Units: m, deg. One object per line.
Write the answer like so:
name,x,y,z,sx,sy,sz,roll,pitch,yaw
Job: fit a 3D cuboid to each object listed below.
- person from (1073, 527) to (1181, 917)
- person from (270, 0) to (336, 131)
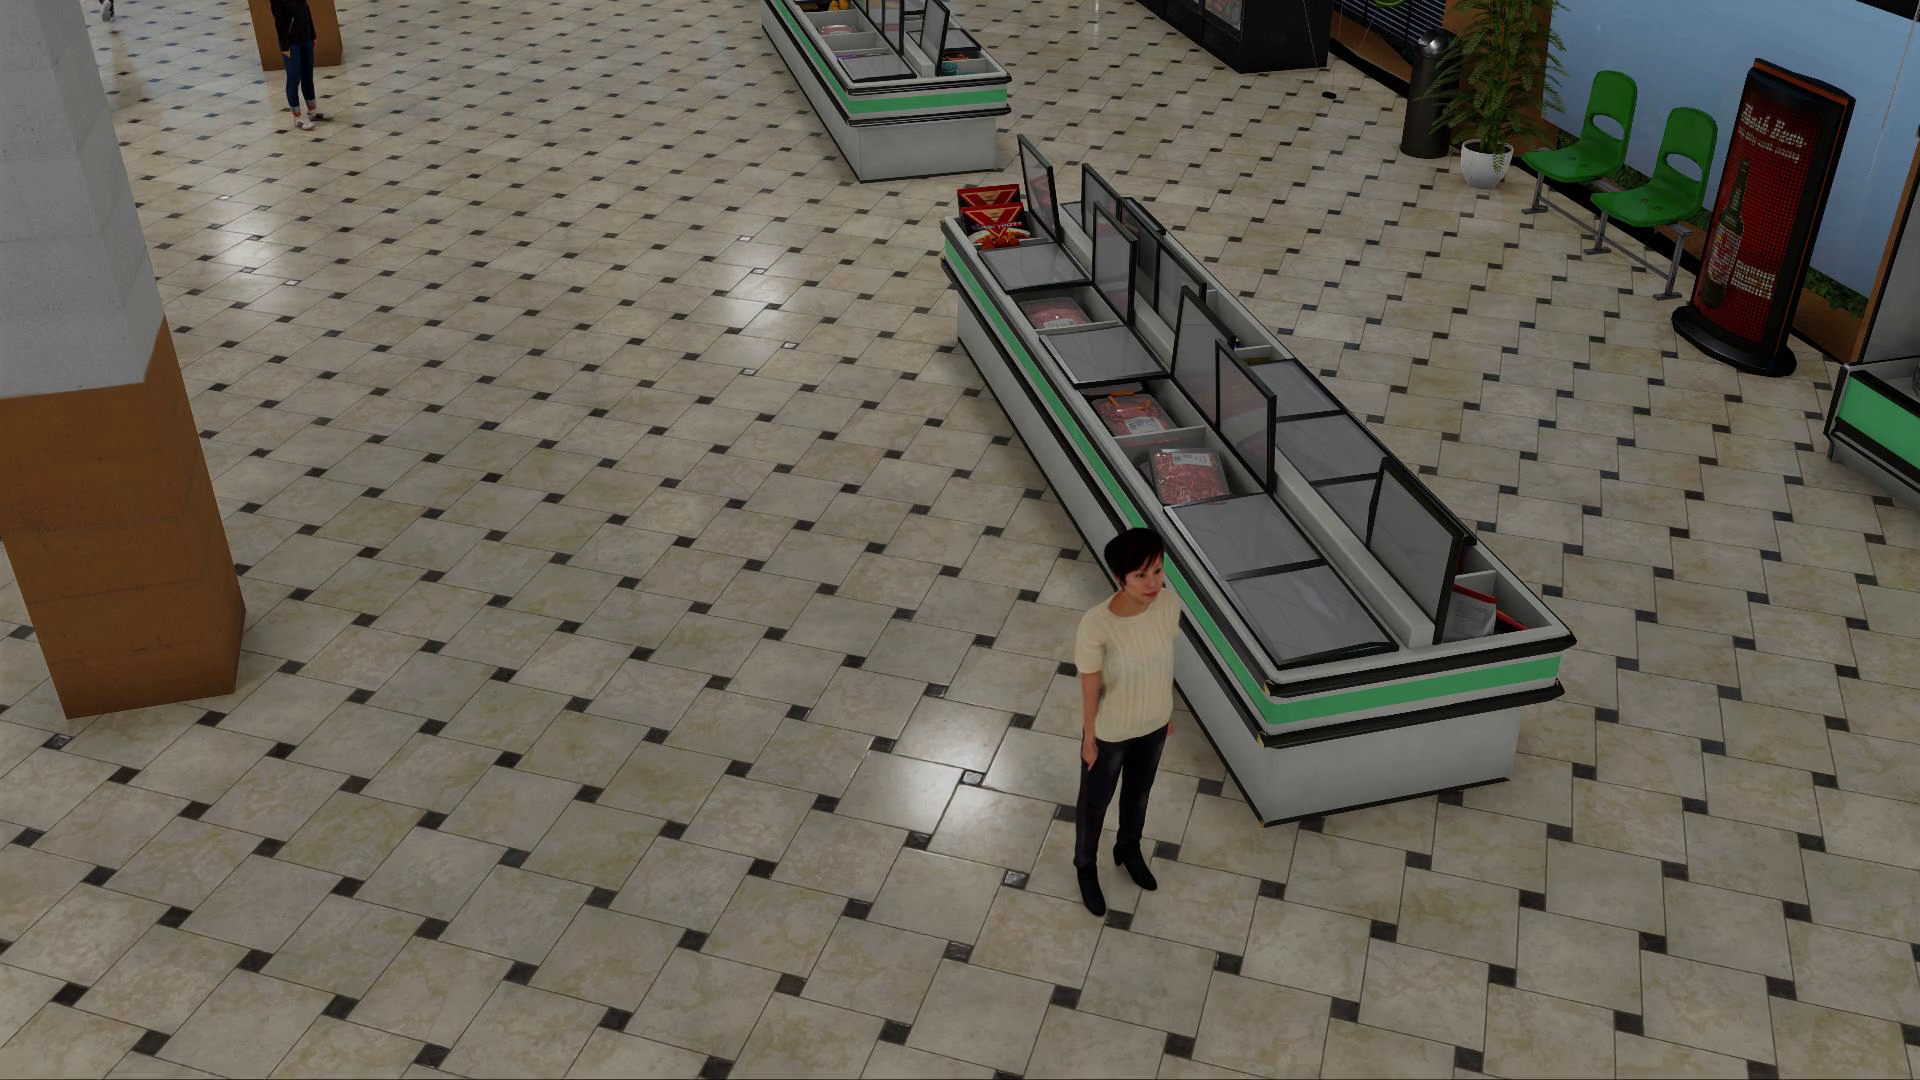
person,0.597,0.654,6.016,0.640,1.587,0.567,-17,36,-25
person,-5.585,-4.214,13.942,0.688,1.481,0.592,10,33,16
